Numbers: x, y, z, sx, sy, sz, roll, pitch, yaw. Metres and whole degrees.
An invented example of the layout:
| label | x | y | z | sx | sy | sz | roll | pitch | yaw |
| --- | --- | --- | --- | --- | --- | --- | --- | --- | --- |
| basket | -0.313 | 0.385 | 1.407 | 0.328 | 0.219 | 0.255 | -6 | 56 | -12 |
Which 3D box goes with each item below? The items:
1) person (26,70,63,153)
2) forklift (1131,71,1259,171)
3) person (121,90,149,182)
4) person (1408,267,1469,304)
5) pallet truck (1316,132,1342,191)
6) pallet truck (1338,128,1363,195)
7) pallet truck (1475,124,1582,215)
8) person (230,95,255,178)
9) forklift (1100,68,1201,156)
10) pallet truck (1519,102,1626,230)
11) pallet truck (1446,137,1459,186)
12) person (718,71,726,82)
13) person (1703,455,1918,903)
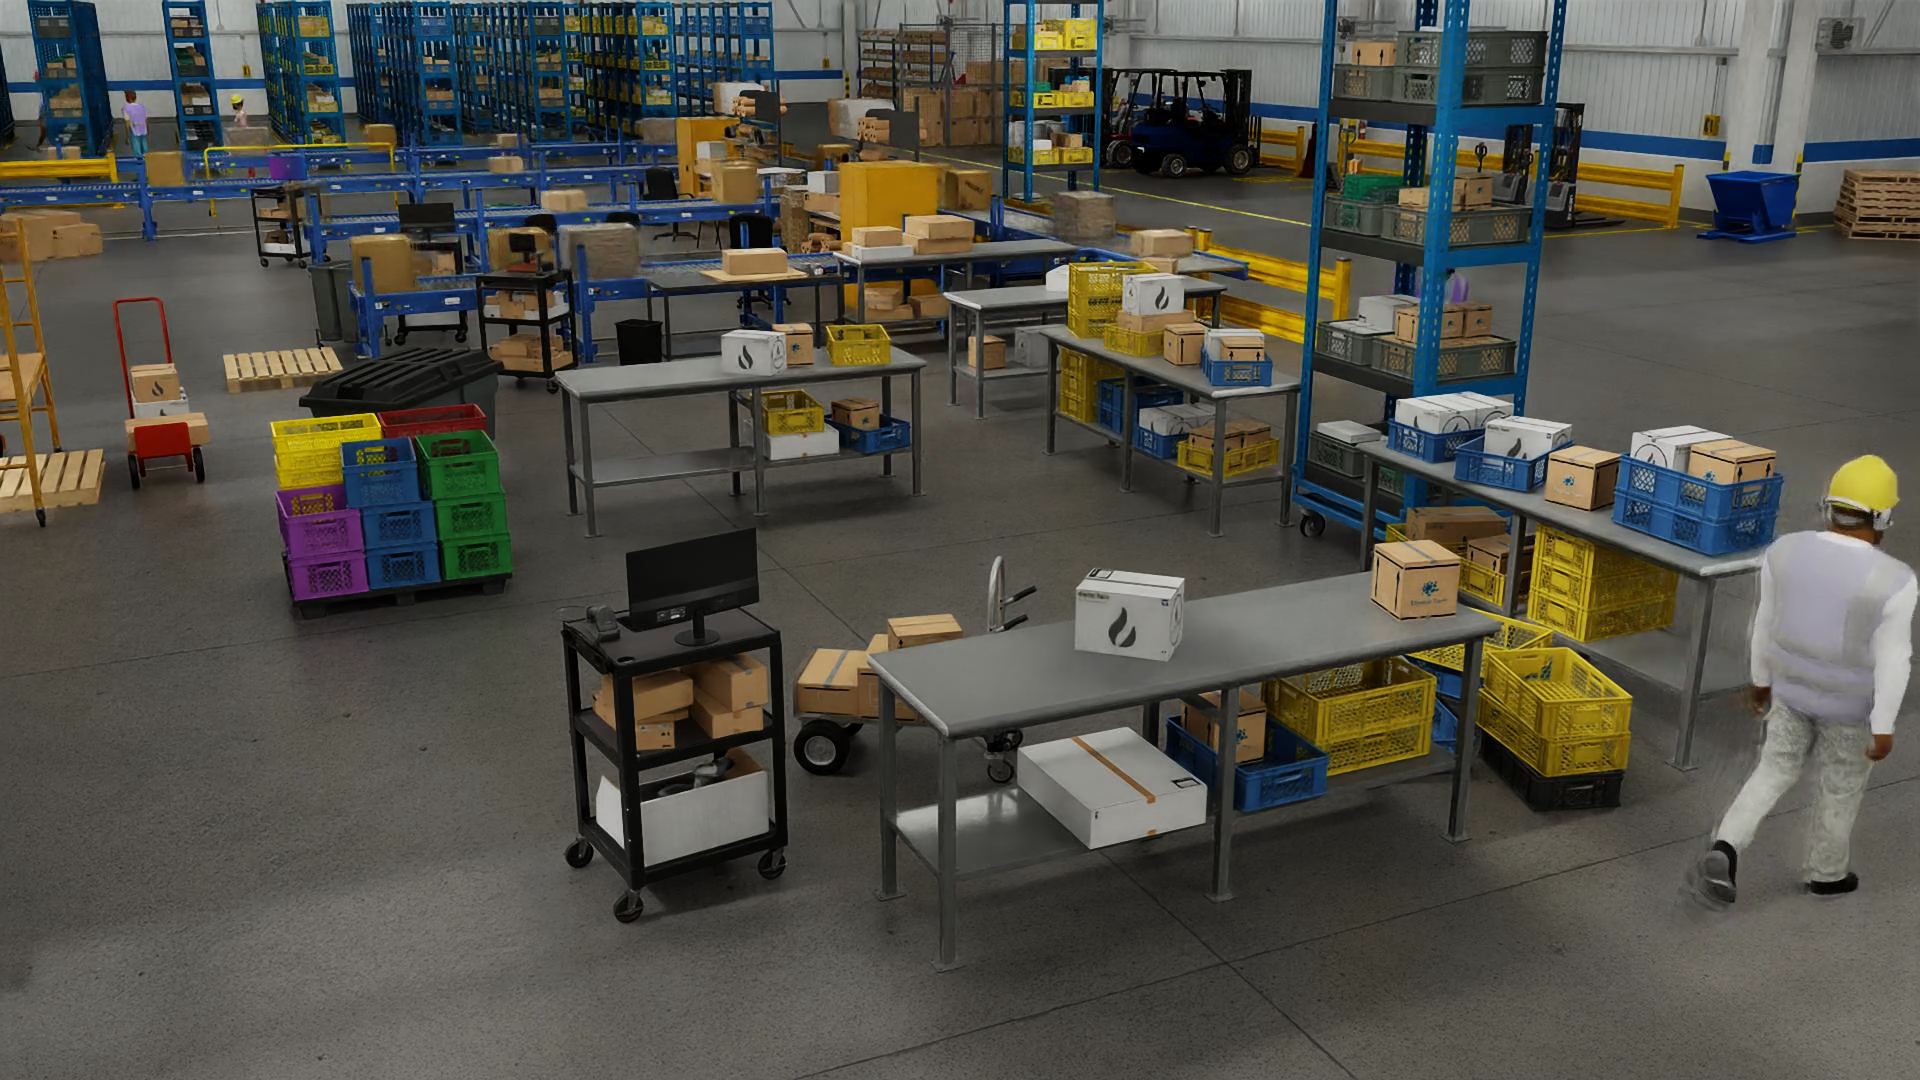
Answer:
| label | x | y | z | sx | sy | sz | roll | pitch | yaw |
| --- | --- | --- | --- | --- | --- | --- | --- | --- | --- |
| person | -22.545 | -10.522 | 40.924 | 1.050 | 1.984 | 0.639 | -7 | 19 | -20 |
| forklift | 4.998 | -8.936 | 35.413 | 2.680 | 1.987 | 1.157 | -9 | 20 | -25 |
| person | -16.876 | -8.291 | 34.136 | 0.378 | 1.842 | 0.569 | 7 | 19 | 21 |
| person | 3.434 | -1.268 | 11.908 | 0.548 | 1.900 | 0.862 | -5 | 18 | -15 |
| pallet truck | 7.723 | -7.504 | 32.656 | 1.601 | 1.201 | 0.680 | -8 | 19 | -23 |
| pallet truck | 7.845 | -7.140 | 31.411 | 1.522 | 1.261 | 0.704 | -9 | 20 | -25 |
| pallet truck | 9.707 | -6.455 | 28.103 | 1.885 | 1.965 | 0.823 | -7 | 19 | -20 |
| person | -14.562 | -8.131 | 33.772 | 0.323 | 1.761 | 0.523 | -7 | 19 | -21 |
| forklift | 4.082 | -9.564 | 37.410 | 2.680 | 1.987 | 1.157 | -8 | 19 | -23 |
| pallet truck | 9.972 | -6.037 | 26.785 | 1.885 | 1.965 | 0.823 | -9 | 20 | -25 |
| pallet truck | 9.184 | -6.485 | 29.328 | 1.630 | 1.274 | 0.653 | -8 | 19 | -23 |
| person | -6.671 | -12.287 | 46.538 | 1.008 | 1.941 | 0.635 | 1 | 18 | 2 |
| person | 3.227 | 0.573 | 6.274 | 0.732 | 1.818 | 0.607 | -10 | 20 | -29 |
